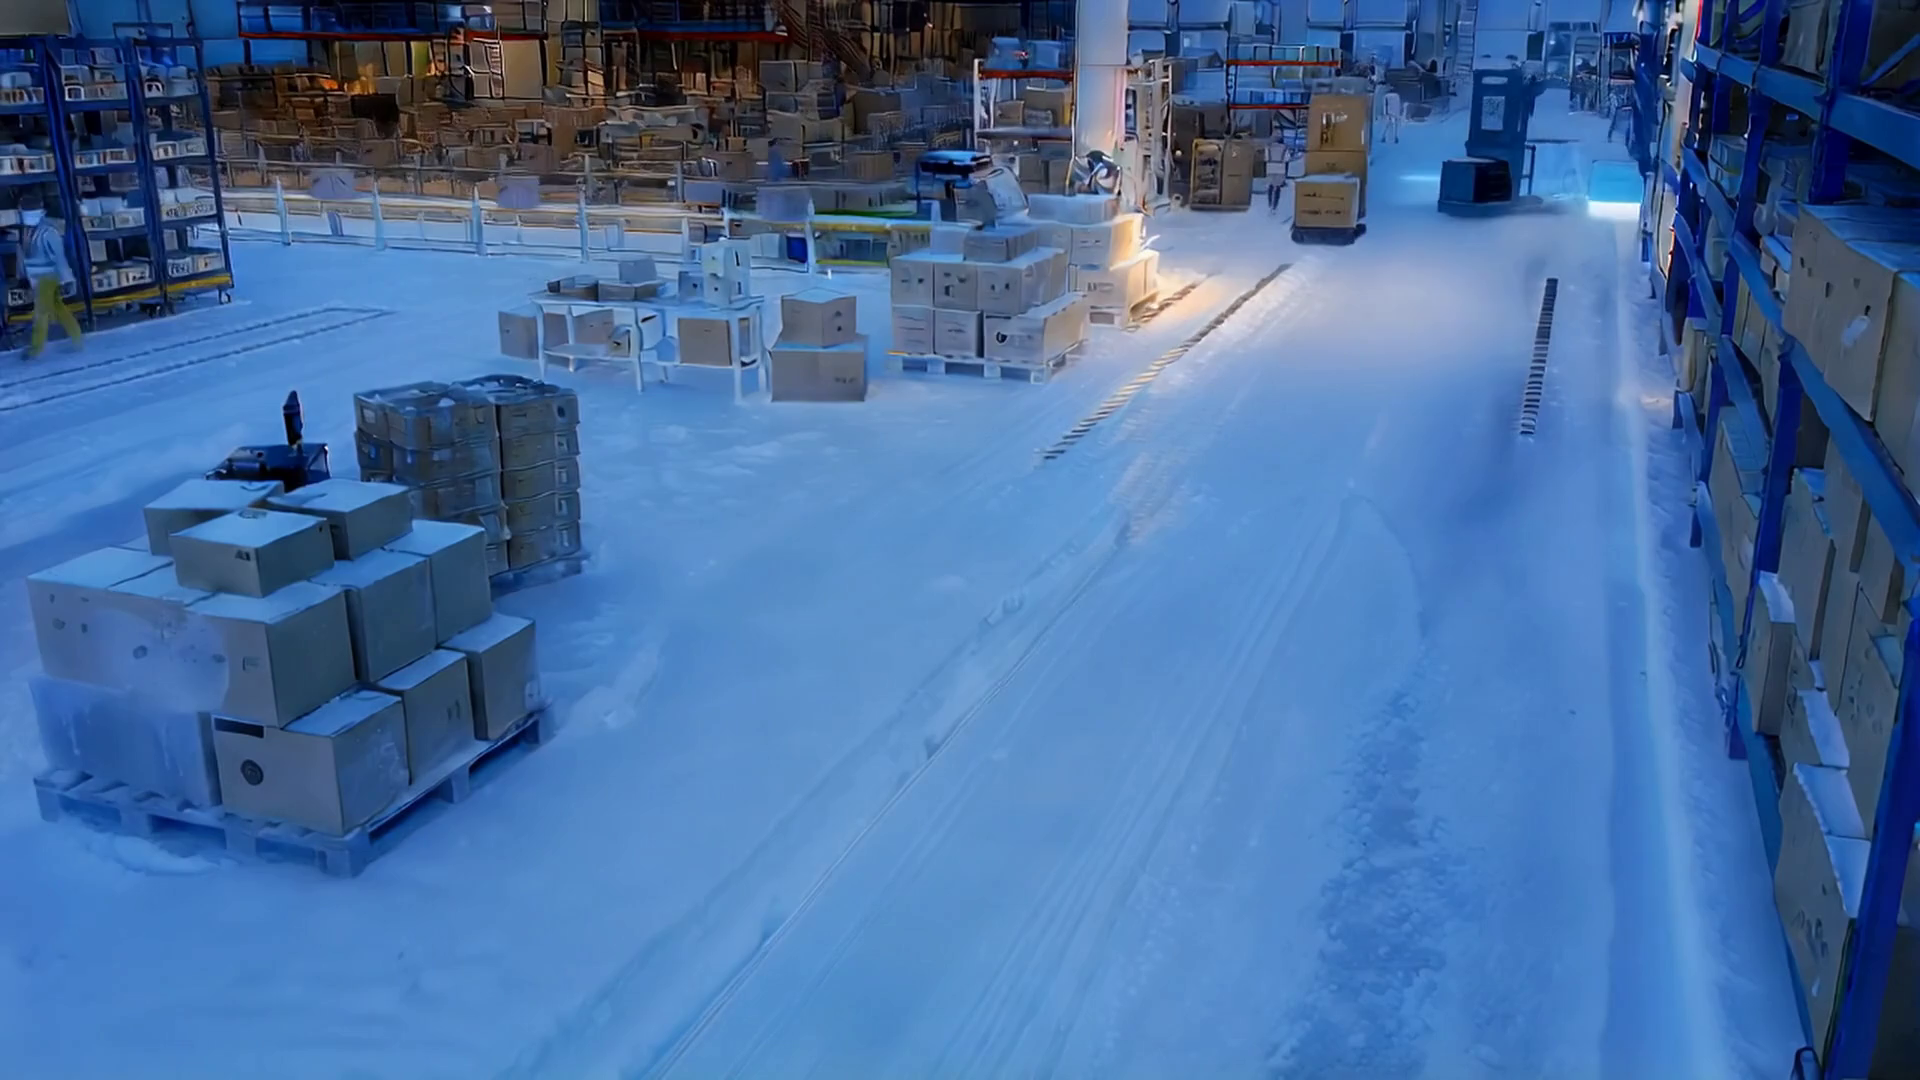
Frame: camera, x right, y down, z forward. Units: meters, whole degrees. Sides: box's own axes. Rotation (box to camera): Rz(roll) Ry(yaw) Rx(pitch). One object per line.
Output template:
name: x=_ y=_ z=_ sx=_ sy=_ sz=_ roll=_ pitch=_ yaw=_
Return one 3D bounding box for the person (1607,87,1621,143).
person: x=20.133 y=-13.080 z=51.176 sx=0.318 sy=1.696 sz=0.537 roll=5 pitch=18 yaw=17

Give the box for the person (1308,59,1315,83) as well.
person: x=19.721 y=-26.630 z=93.280 sx=0.408 sy=1.988 sz=0.620 roll=6 pitch=19 yaw=18

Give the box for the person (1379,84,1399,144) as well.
person: x=13.176 y=-13.007 z=50.813 sx=0.589 sy=1.788 sz=0.865 roll=-6 pitch=19 yaw=-18

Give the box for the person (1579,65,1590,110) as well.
person: x=24.825 y=-17.937 z=66.155 sx=0.574 sy=1.876 sz=0.356 roll=-15 pitch=23 yaw=-40

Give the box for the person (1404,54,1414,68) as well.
person: x=21.512 y=-22.273 z=79.669 sx=0.373 sy=1.940 sz=0.630 roll=-10 pitch=20 yaw=-28

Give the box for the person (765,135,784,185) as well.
person: x=-3.329 y=-6.567 z=30.637 sx=0.736 sy=1.739 sz=0.537 roll=3 pitch=18 yaw=9

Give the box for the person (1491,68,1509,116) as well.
person: x=21.027 y=-17.306 z=64.267 sx=1.000 sy=1.816 sz=0.545 roll=-3 pitch=18 yaw=-9

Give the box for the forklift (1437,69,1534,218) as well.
forklift: x=10.505 y=-7.884 z=32.928 sx=1.873 sy=2.768 sz=1.129 roll=-16 pitch=23 yaw=-40

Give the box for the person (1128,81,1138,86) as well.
person: x=6.421 y=-16.606 z=61.934 sx=0.714 sy=1.905 sz=0.594 roll=15 pitch=23 yaw=39

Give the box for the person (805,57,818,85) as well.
person: x=-6.715 y=-20.892 z=75.378 sx=0.615 sy=1.919 sz=0.976 roll=-7 pitch=19 yaw=-20

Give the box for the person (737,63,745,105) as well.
person: x=-9.508 y=-19.761 z=72.055 sx=0.313 sy=1.768 sz=0.528 roll=-6 pitch=19 yaw=-20

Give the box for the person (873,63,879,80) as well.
person: x=-3.428 y=-18.505 z=67.942 sx=0.311 sy=1.869 sz=0.534 roll=2 pitch=18 yaw=7

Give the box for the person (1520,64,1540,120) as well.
person: x=21.197 y=-16.671 z=61.901 sx=0.711 sy=2.000 sz=0.833 roll=8 pitch=19 yaw=24

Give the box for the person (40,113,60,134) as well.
person: x=-22.422 y=-10.097 z=41.251 sx=0.402 sy=2.036 sz=0.609 roll=6 pitch=18 yaw=17

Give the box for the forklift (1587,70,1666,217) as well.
forklift: x=13.376 y=-7.724 z=32.425 sx=1.873 sy=2.768 sz=1.129 roll=6 pitch=19 yaw=18

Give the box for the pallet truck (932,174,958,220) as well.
pallet truck: x=-0.507 y=-5.292 z=27.348 sx=0.653 sy=1.274 sz=1.630 roll=6 pitch=19 yaw=19

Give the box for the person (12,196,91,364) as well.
person: x=-10.664 y=-3.045 z=19.338 sx=0.609 sy=1.899 sz=1.017 roll=11 pitch=21 yaw=30

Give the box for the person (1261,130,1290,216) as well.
person: x=6.304 y=-7.328 z=33.160 sx=0.550 sy=1.648 sz=0.850 roll=6 pitch=19 yaw=18

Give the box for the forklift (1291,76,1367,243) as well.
forklift: x=6.598 y=-6.755 z=29.381 sx=1.129 sy=2.768 sz=1.873 roll=6 pitch=19 yaw=19

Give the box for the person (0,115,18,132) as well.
person: x=-27.822 y=-12.332 z=48.484 sx=0.653 sy=1.906 sz=0.408 roll=-5 pitch=18 yaw=-14

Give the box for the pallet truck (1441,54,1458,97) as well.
pallet truck: x=22.765 y=-21.886 z=78.355 sx=0.823 sy=1.965 sz=1.885 roll=-4 pitch=18 yaw=-14

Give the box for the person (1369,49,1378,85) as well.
person: x=22.768 y=-26.018 z=91.494 sx=0.510 sy=1.907 sz=0.589 roll=3 pitch=18 yaw=9

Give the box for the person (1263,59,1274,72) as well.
person: x=14.212 y=-21.130 z=76.317 sx=0.635 sy=1.800 sz=0.870 roll=-6 pitch=19 yaw=-17

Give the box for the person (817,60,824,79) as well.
person: x=-6.156 y=-20.352 z=73.802 sx=0.464 sy=1.831 sz=0.547 roll=-3 pitch=18 yaw=-8

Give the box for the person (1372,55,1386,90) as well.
person: x=20.958 y=-23.288 z=83.042 sx=0.636 sy=1.827 sz=0.697 roll=-12 pitch=21 yaw=-33

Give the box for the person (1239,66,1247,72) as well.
person: x=11.477 y=-18.450 z=67.713 sx=0.395 sy=1.910 sz=0.586 roll=-13 pitch=22 yaw=-35
